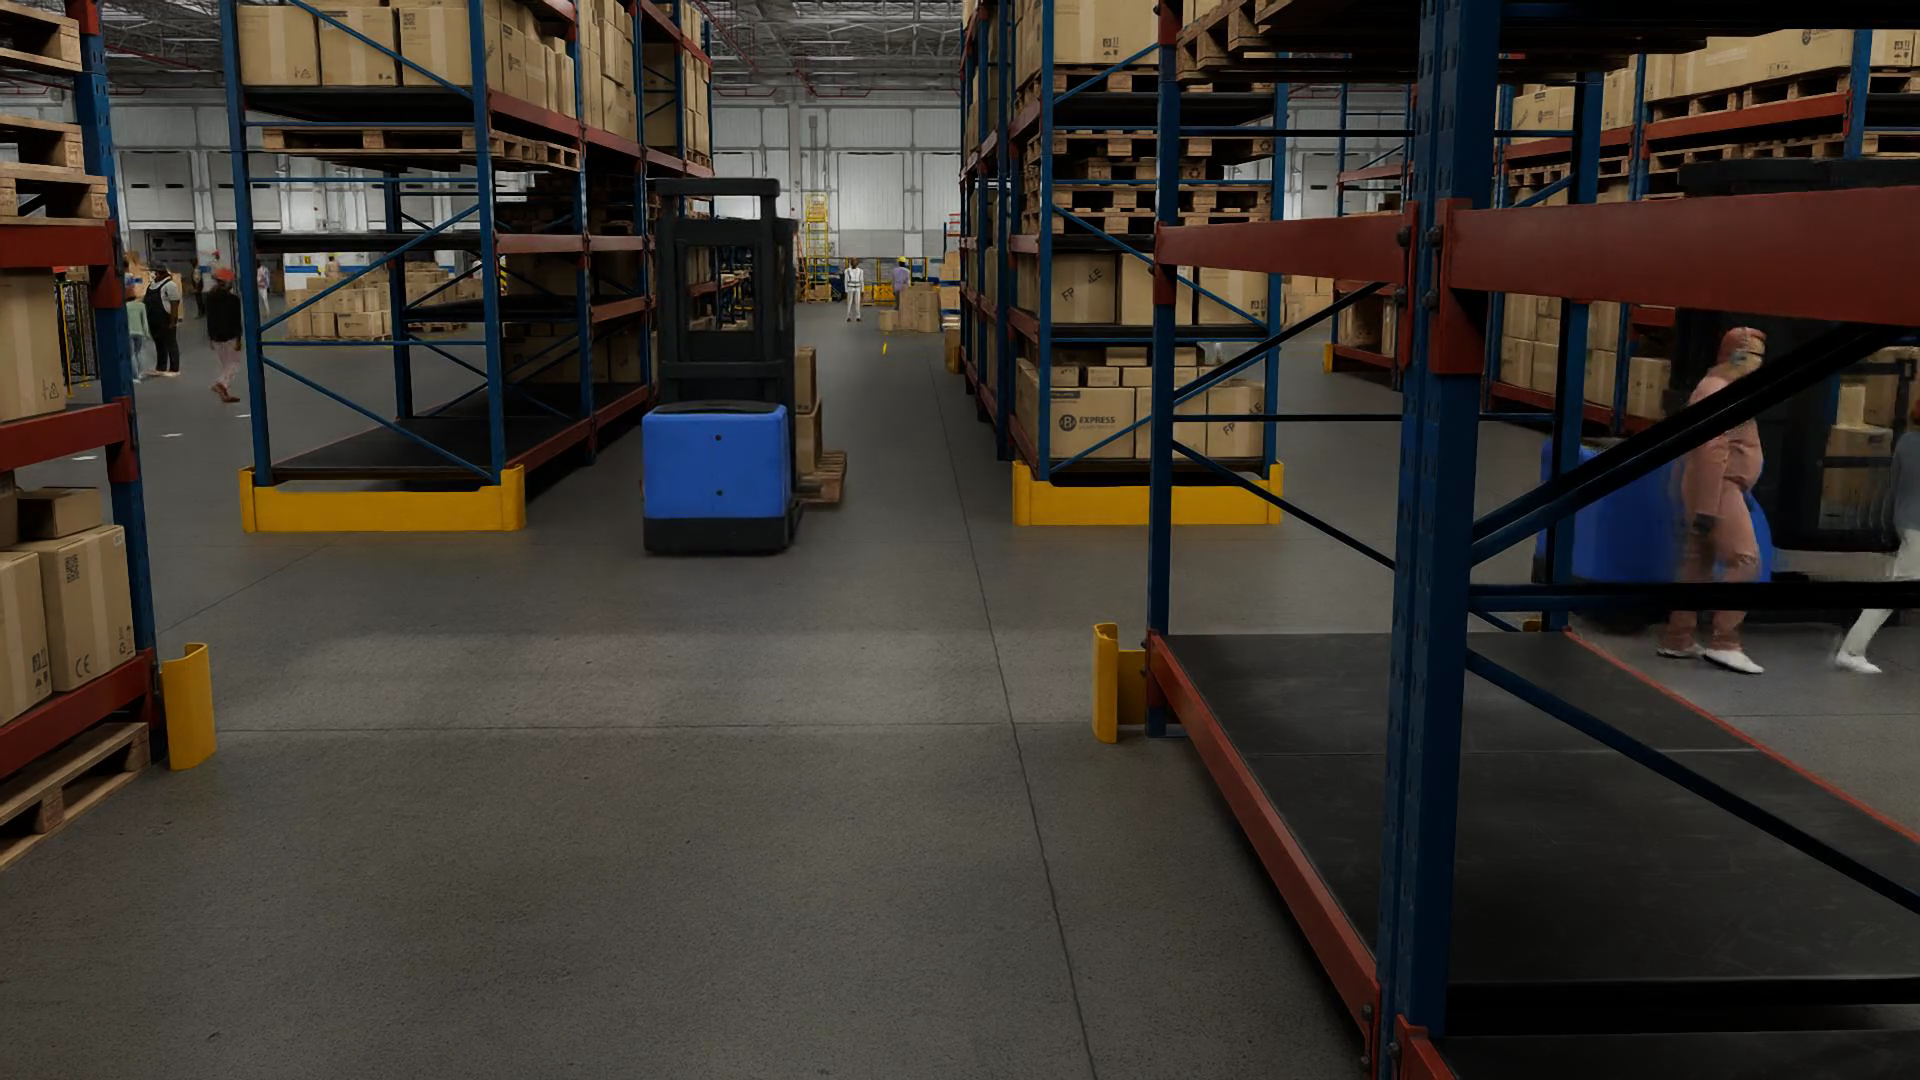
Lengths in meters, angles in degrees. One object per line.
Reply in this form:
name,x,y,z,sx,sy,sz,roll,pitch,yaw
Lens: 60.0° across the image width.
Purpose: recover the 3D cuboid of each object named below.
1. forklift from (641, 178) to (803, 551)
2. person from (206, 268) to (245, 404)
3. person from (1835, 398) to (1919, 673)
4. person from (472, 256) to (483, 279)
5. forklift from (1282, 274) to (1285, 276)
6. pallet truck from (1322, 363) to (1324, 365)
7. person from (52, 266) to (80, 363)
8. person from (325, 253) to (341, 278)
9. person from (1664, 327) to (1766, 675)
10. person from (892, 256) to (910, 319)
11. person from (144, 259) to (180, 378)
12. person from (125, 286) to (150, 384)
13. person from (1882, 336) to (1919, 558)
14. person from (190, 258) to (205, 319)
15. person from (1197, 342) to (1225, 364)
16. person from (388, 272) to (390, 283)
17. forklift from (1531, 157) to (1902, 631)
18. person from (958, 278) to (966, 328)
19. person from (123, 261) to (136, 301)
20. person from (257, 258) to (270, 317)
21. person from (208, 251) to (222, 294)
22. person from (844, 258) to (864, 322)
forklift,-1.857,-1.410,12.975,1.129,2.768,1.873,0,10,-2
person,-10.618,-2.929,23.982,0.618,1.977,0.573,4,11,20
person,5.199,-0.046,8.980,0.871,1.587,0.519,0,10,3
person,-16.746,-9.015,57.965,0.372,1.940,0.631,-10,14,-43
forklift,12.168,-10.666,64.537,1.129,2.768,1.873,0,10,-2
pallet truck,7.712,-4.157,30.737,1.885,1.965,0.823,3,11,16
person,-17.362,-4.394,32.232,0.551,1.933,0.370,-1,10,-4
person,-24.868,-10.413,65.847,0.614,1.904,0.613,9,13,40
person,4.248,-0.221,9.156,0.631,1.878,0.646,3,11,16
person,-1.700,-7.301,48.487,0.582,1.919,0.403,5,11,25
person,-13.830,-3.822,28.754,0.674,2.000,0.535,6,12,30
person,-13.789,-3.406,27.626,0.635,1.610,0.528,9,14,42
person,7.123,-0.703,12.323,0.539,1.698,0.318,3,11,16
person,-23.309,-7.681,50.813,0.344,1.839,0.504,-3,11,-15
person,4.612,-4.189,31.492,0.958,1.796,0.631,-3,11,-15
person,-18.726,-8.399,55.235,0.535,1.694,0.321,-10,14,-43
forklift,4.683,-0.918,10.236,1.873,2.768,1.129,-1,10,-3
person,0.089,-4.612,34.341,0.811,1.600,0.541,4,11,20
person,-20.855,-6.025,41.510,0.622,1.865,0.589,2,10,13
person,-21.754,-7.824,51.630,0.635,1.839,0.430,-1,10,-6
person,-30.811,-10.965,68.773,0.819,1.971,0.627,2,10,11
person,-3.088,-7.285,48.517,0.574,1.876,0.355,-4,11,-21
